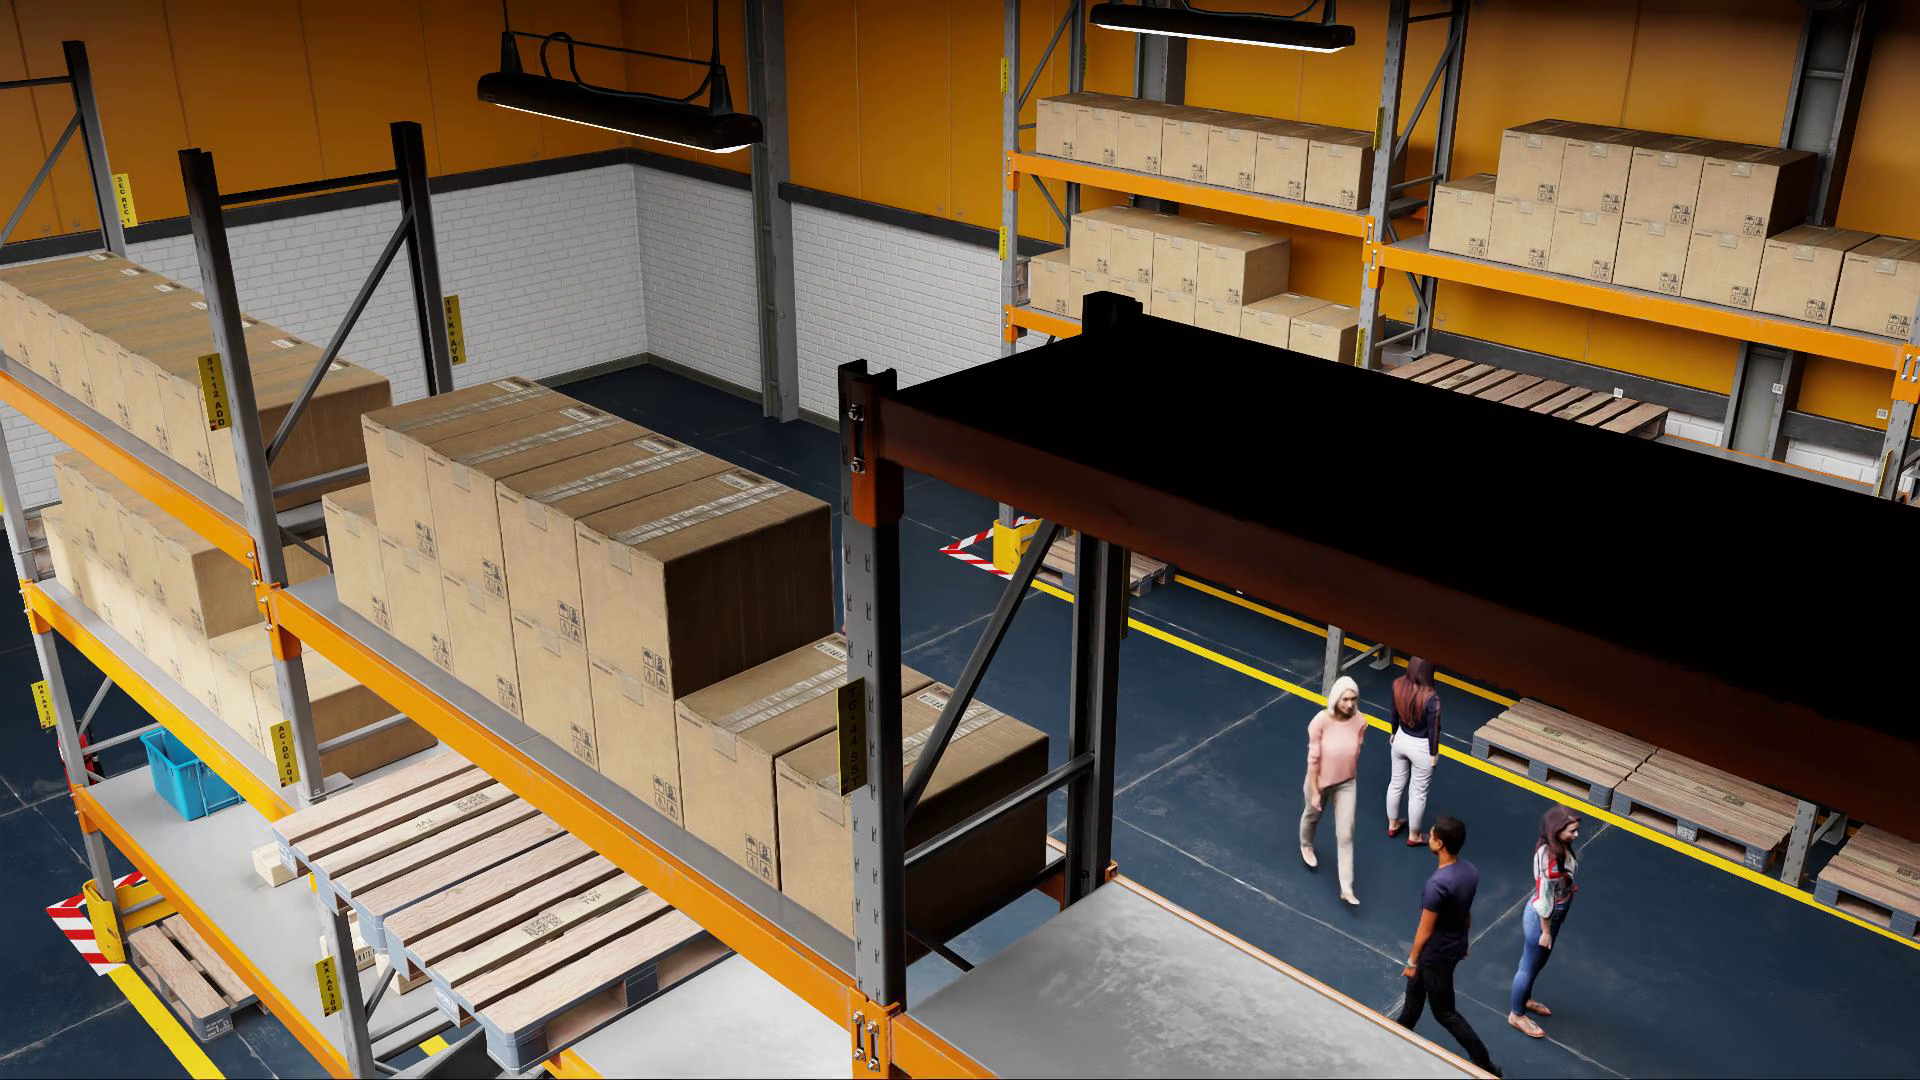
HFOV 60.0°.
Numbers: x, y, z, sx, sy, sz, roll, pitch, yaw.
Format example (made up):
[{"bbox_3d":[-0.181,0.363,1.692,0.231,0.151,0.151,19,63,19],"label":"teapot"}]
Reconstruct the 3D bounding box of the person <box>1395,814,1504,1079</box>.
[{"bbox_3d":[2.990,2.536,10.069,1.144,1.747,0.786,16,28,33],"label":"person"}]

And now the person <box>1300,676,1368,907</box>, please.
[{"bbox_3d":[2.645,1.719,12.028,1.037,1.675,1.200,-3,24,-8],"label":"person"}]

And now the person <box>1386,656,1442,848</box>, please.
[{"bbox_3d":[3.426,1.553,12.491,0.689,1.608,0.524,-16,28,-32],"label":"person"}]

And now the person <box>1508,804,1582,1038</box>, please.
[{"bbox_3d":[3.713,2.387,10.578,0.593,1.613,0.638,13,27,27],"label":"person"}]
